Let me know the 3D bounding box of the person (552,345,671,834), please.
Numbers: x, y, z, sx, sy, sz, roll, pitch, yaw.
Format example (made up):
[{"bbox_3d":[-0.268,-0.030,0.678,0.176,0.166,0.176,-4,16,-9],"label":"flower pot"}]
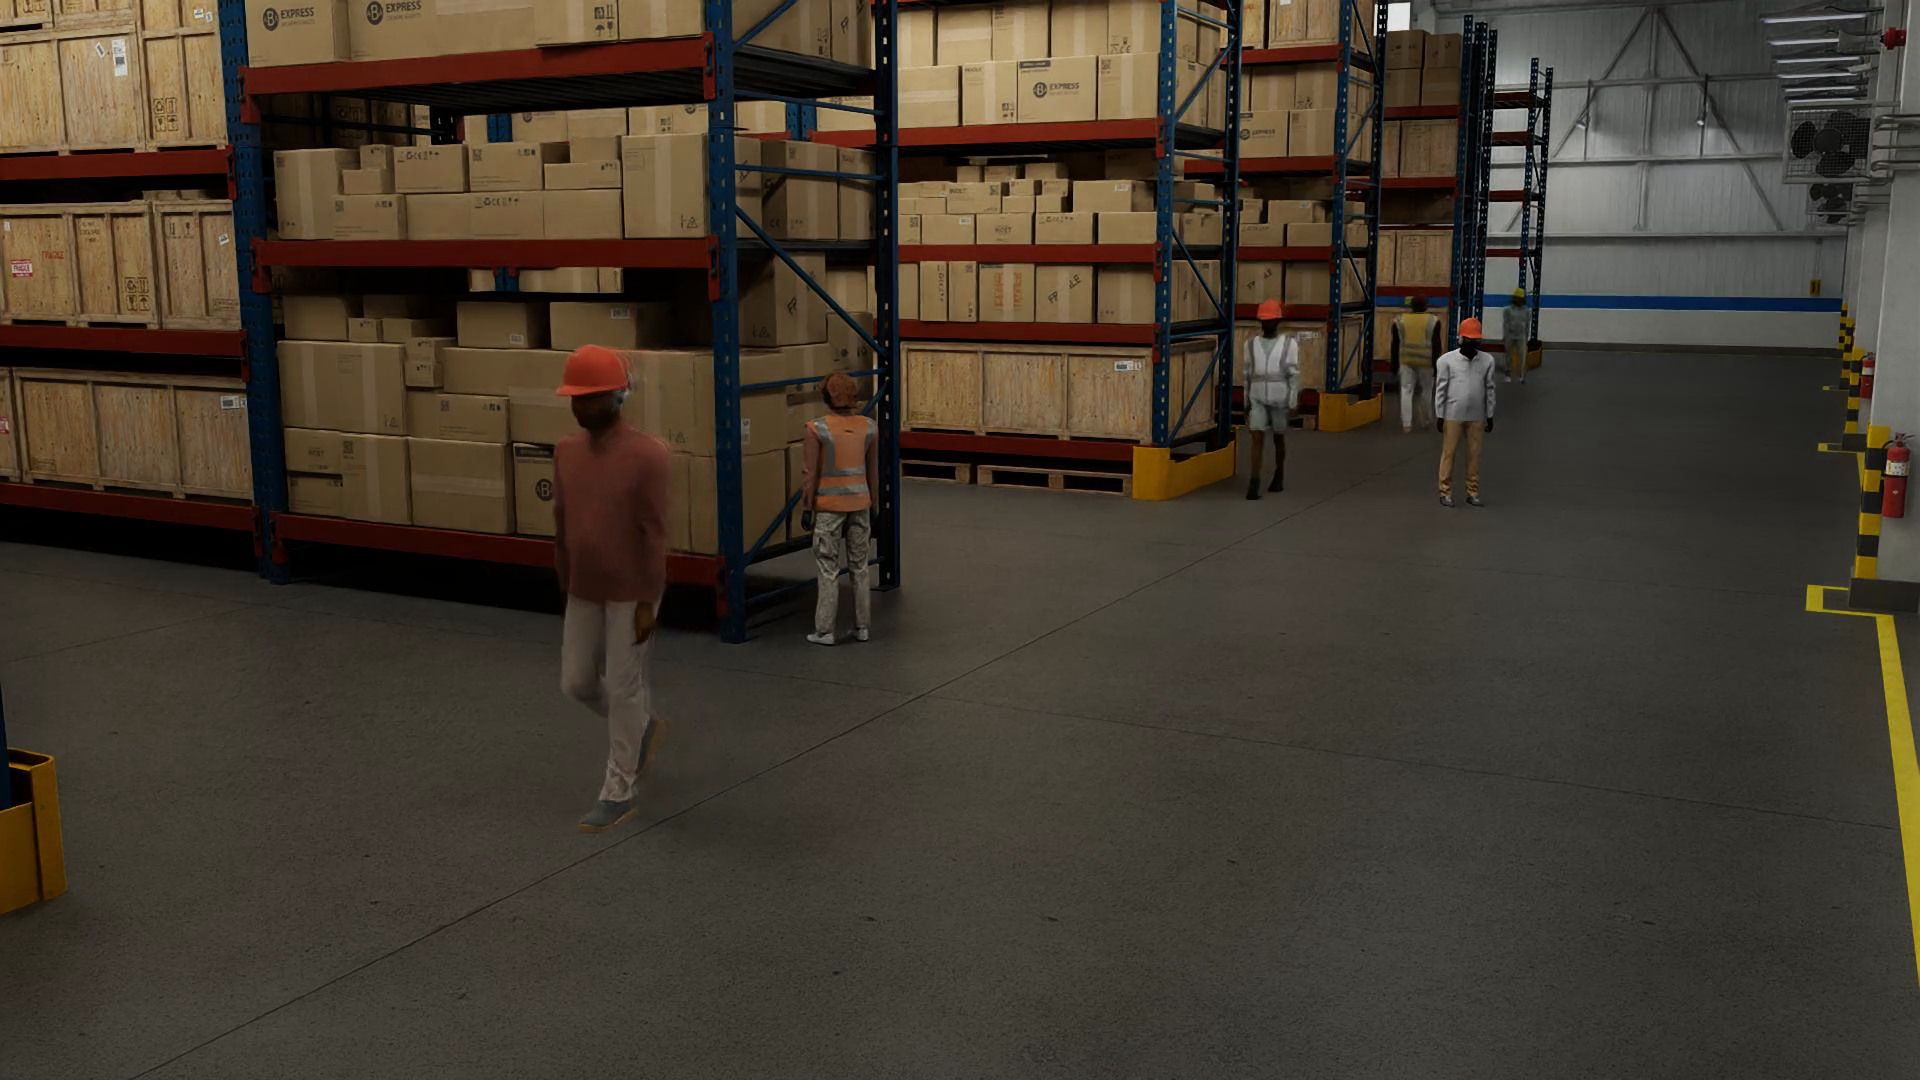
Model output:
[{"bbox_3d":[-1.395,0.183,6.826,0.618,1.972,0.583,5,11,27],"label":"person"}]

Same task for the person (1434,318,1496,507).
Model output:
[{"bbox_3d":[4.644,-1.165,15.276,0.567,1.744,0.349,-1,10,-4],"label":"person"}]

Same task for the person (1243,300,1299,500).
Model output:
[{"bbox_3d":[2.975,-1.353,15.965,0.558,1.890,0.977,4,11,22],"label":"person"}]

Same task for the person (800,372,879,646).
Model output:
[{"bbox_3d":[-0.706,-0.181,9.910,0.523,1.631,0.319,-7,12,-34],"label":"person"}]

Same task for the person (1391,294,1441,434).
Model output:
[{"bbox_3d":[5.943,-2.290,21.643,0.658,1.788,0.962,5,11,26],"label":"person"}]

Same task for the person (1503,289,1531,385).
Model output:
[{"bbox_3d":[9.941,-3.636,29.742,0.494,1.690,0.923,2,10,9],"label":"person"}]
